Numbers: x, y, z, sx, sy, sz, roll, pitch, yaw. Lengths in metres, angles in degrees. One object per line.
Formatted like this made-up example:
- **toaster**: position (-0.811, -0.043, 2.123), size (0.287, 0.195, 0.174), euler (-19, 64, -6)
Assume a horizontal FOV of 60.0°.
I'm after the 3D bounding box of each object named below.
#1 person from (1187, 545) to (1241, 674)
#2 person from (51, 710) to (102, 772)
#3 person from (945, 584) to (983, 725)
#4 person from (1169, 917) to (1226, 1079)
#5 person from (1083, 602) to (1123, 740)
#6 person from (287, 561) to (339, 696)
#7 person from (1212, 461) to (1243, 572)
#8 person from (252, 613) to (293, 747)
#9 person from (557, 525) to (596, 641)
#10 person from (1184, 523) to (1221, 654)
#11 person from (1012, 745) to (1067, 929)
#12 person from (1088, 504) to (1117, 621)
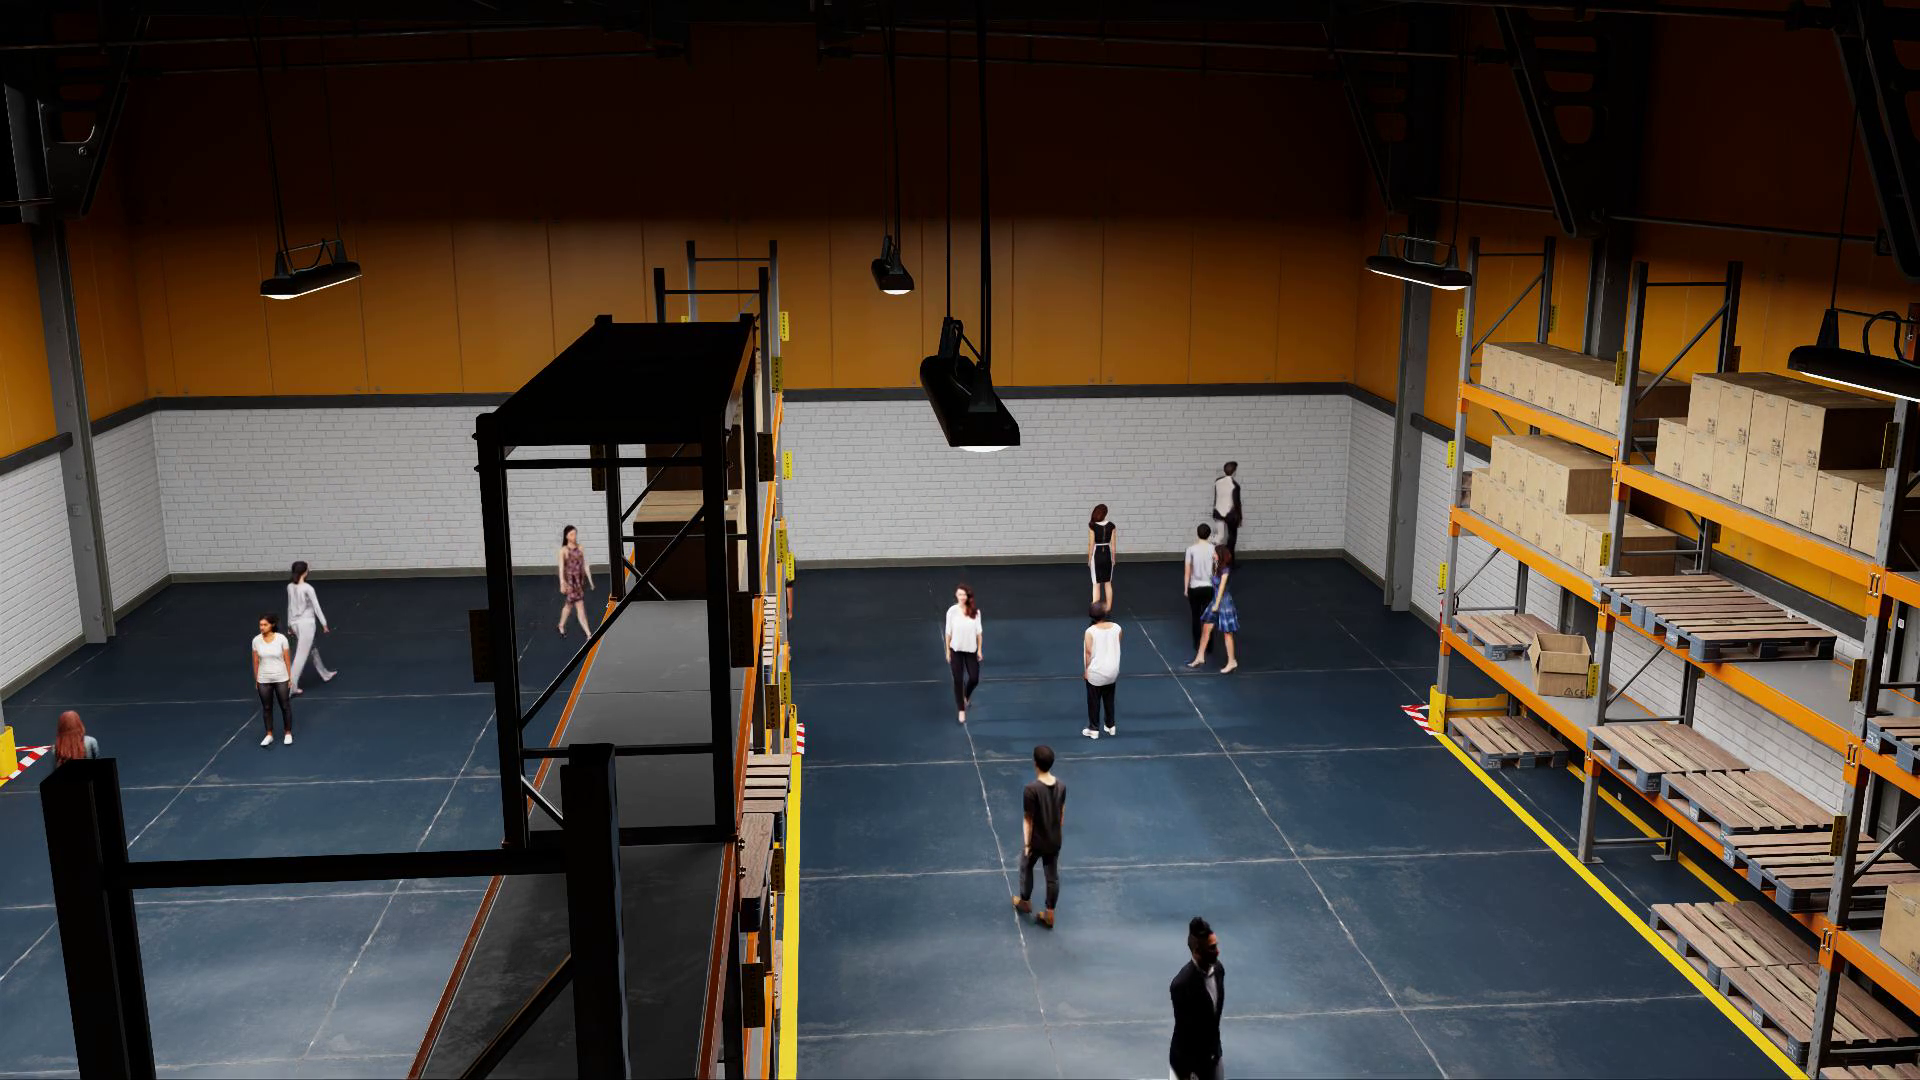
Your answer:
- **person**: position (3.622, 0.953, 22.504), size (0.706, 1.785, 0.811), euler (-2, 14, -7)
- **person**: position (-8.506, 2.549, 16.129), size (0.845, 1.683, 1.218), euler (-6, 15, -24)
- **person**: position (0.035, 1.393, 20.685), size (0.622, 1.785, 0.690), euler (-2, 14, -8)
- **person**: position (1.566, 3.518, 11.600), size (1.136, 1.932, 1.262), euler (-13, 19, -42)
- **person**: position (1.700, 1.563, 20.196), size (0.735, 1.685, 0.728), euler (-6, 15, -25)
- **person**: position (-8.617, 1.185, 21.678), size (0.987, 1.722, 1.184), euler (7, 15, 26)
- **person**: position (4.410, -0.390, 27.847), size (1.065, 1.880, 1.019), euler (-13, 19, -42)
- **person**: position (-8.215, 1.656, 19.906), size (0.573, 1.642, 0.516), euler (-2, 14, -8)
- **person**: position (-5.582, 0.662, 23.848), size (1.171, 1.717, 1.110), euler (11, 18, 39)
- **person**: position (3.419, 0.731, 23.376), size (0.715, 1.807, 0.956), euler (0, 14, -1)
- **person**: position (0.795, 2.750, 15.280), size (0.802, 1.692, 0.945), euler (-6, 15, -24)
- **person**: position (2.131, 0.334, 25.039), size (0.602, 1.795, 0.535), euler (-3, 14, -13)
